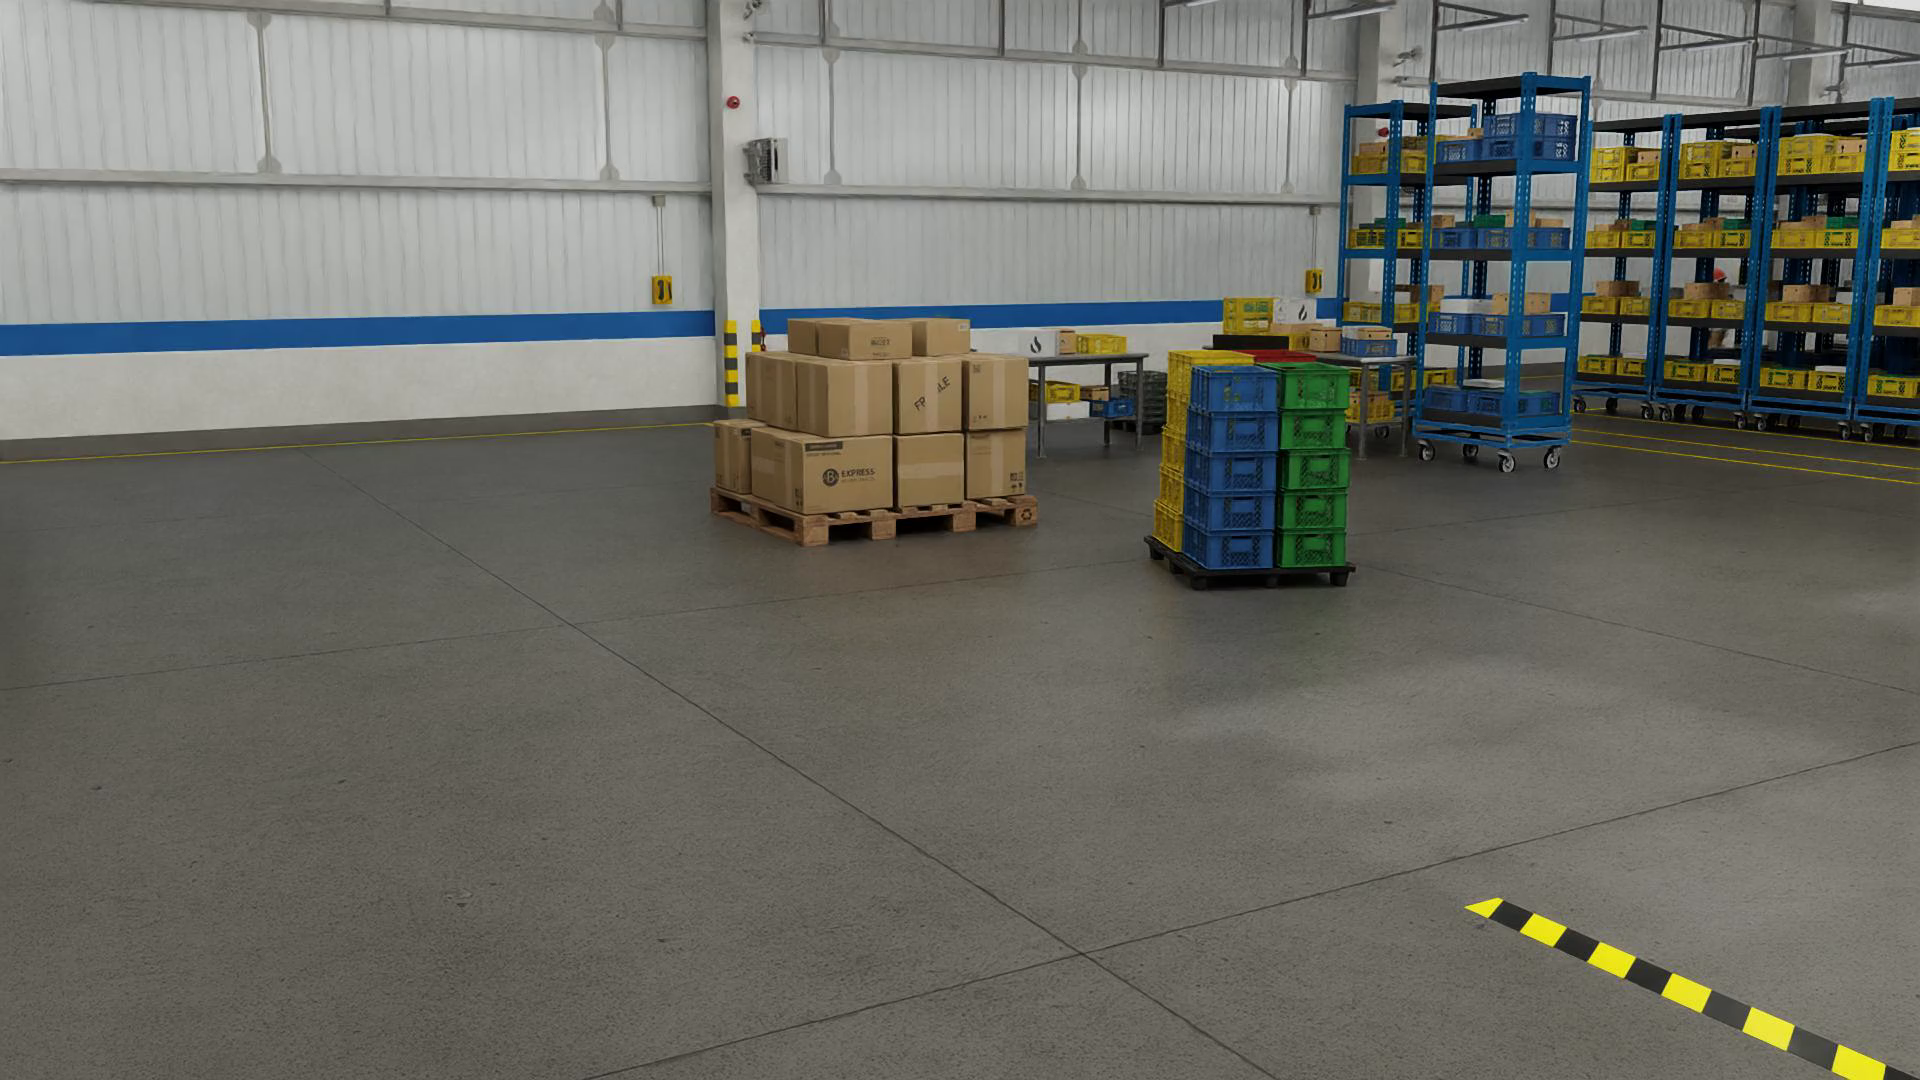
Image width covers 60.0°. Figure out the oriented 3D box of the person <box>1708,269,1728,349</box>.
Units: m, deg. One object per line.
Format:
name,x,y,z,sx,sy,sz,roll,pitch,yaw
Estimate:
person,11.353,-3.202,25.029,0.361,1.743,0.559,10,14,44
